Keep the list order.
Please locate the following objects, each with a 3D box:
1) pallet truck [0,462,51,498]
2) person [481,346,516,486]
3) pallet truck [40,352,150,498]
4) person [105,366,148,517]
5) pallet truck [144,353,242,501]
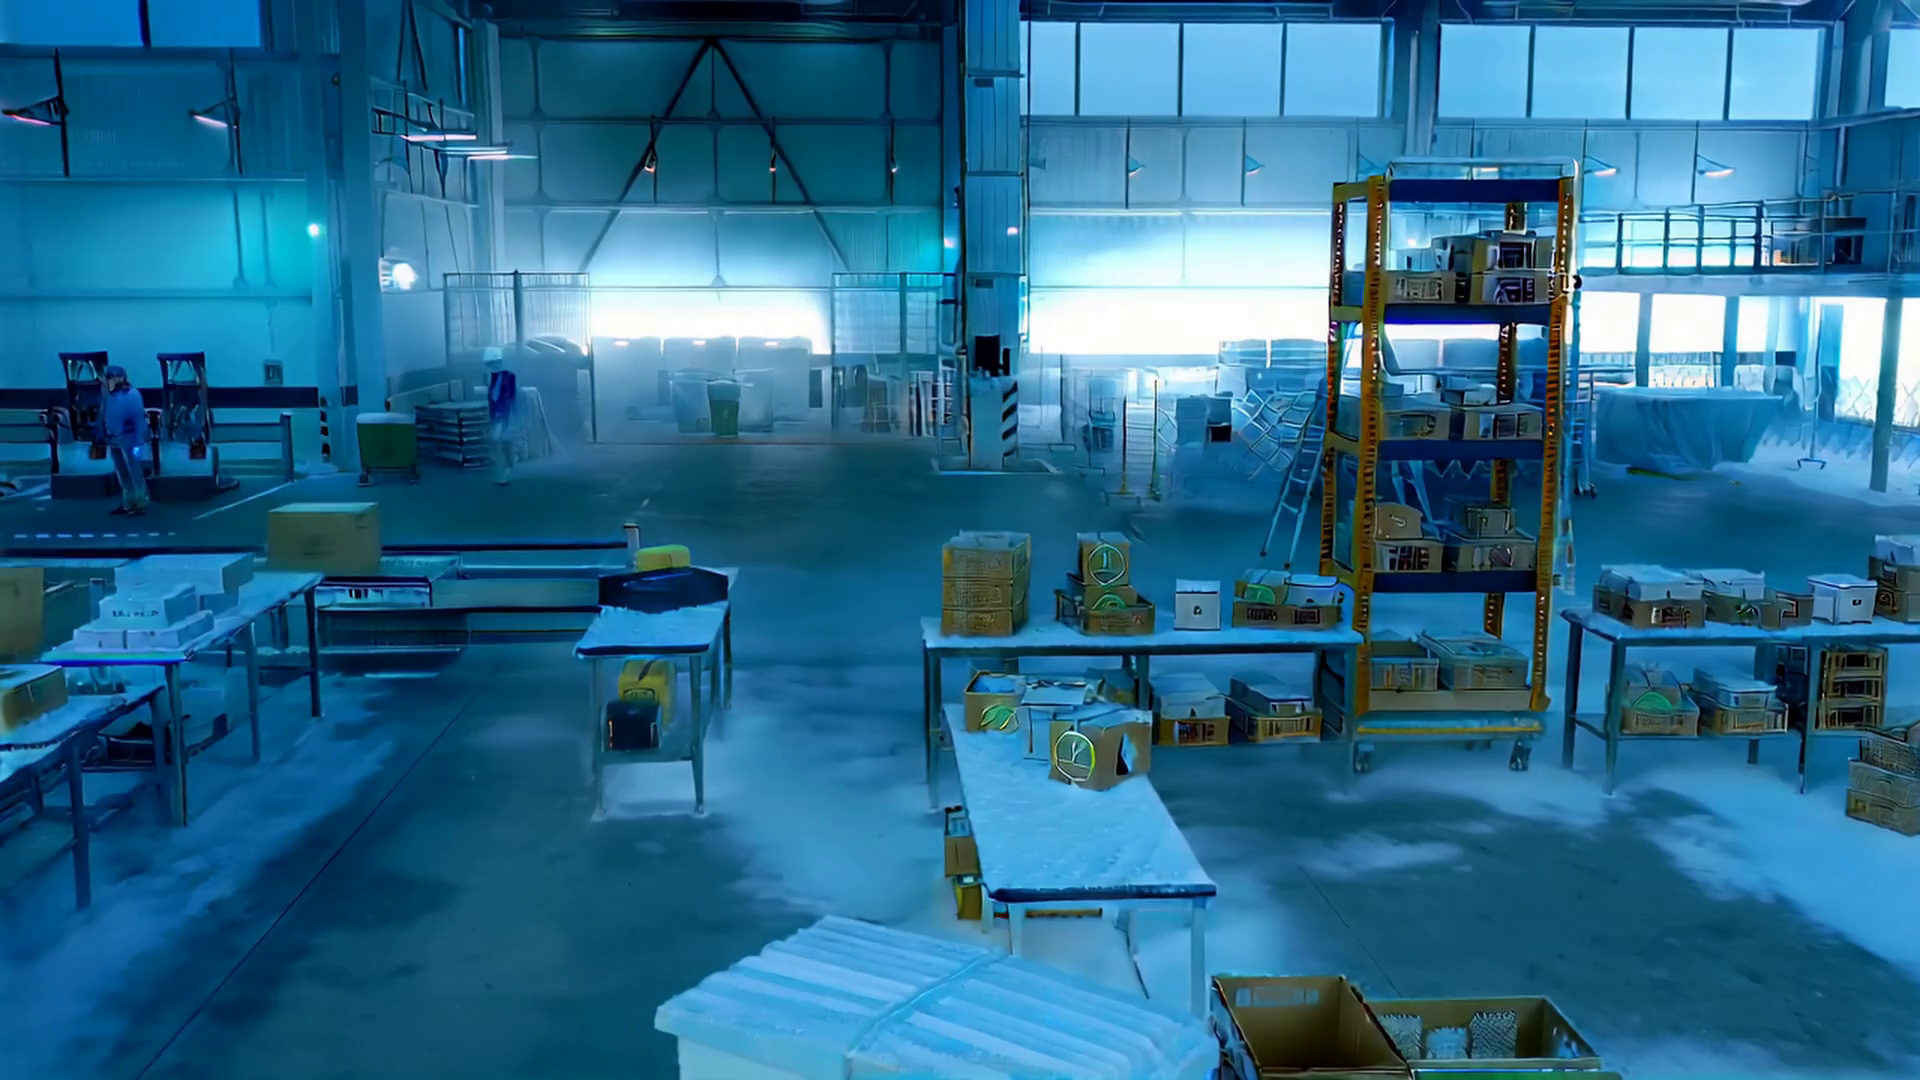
[{"bbox_3d":[-13.193,-1.293,23.148,0.653,1.274,1.630,-1,9,-4],"label":"pallet truck"},{"bbox_3d":[-6.626,-1.770,23.911,0.604,2.026,0.449,6,11,34],"label":"person"},{"bbox_3d":[-11.907,-1.642,23.165,0.823,1.965,1.885,0,9,0],"label":"pallet truck"},{"bbox_3d":[-10.514,-1.235,20.909,0.643,1.903,0.399,6,11,35],"label":"person"},{"bbox_3d":[-10.520,-1.604,22.925,0.823,1.965,1.885,-1,9,-6],"label":"pallet truck"}]
